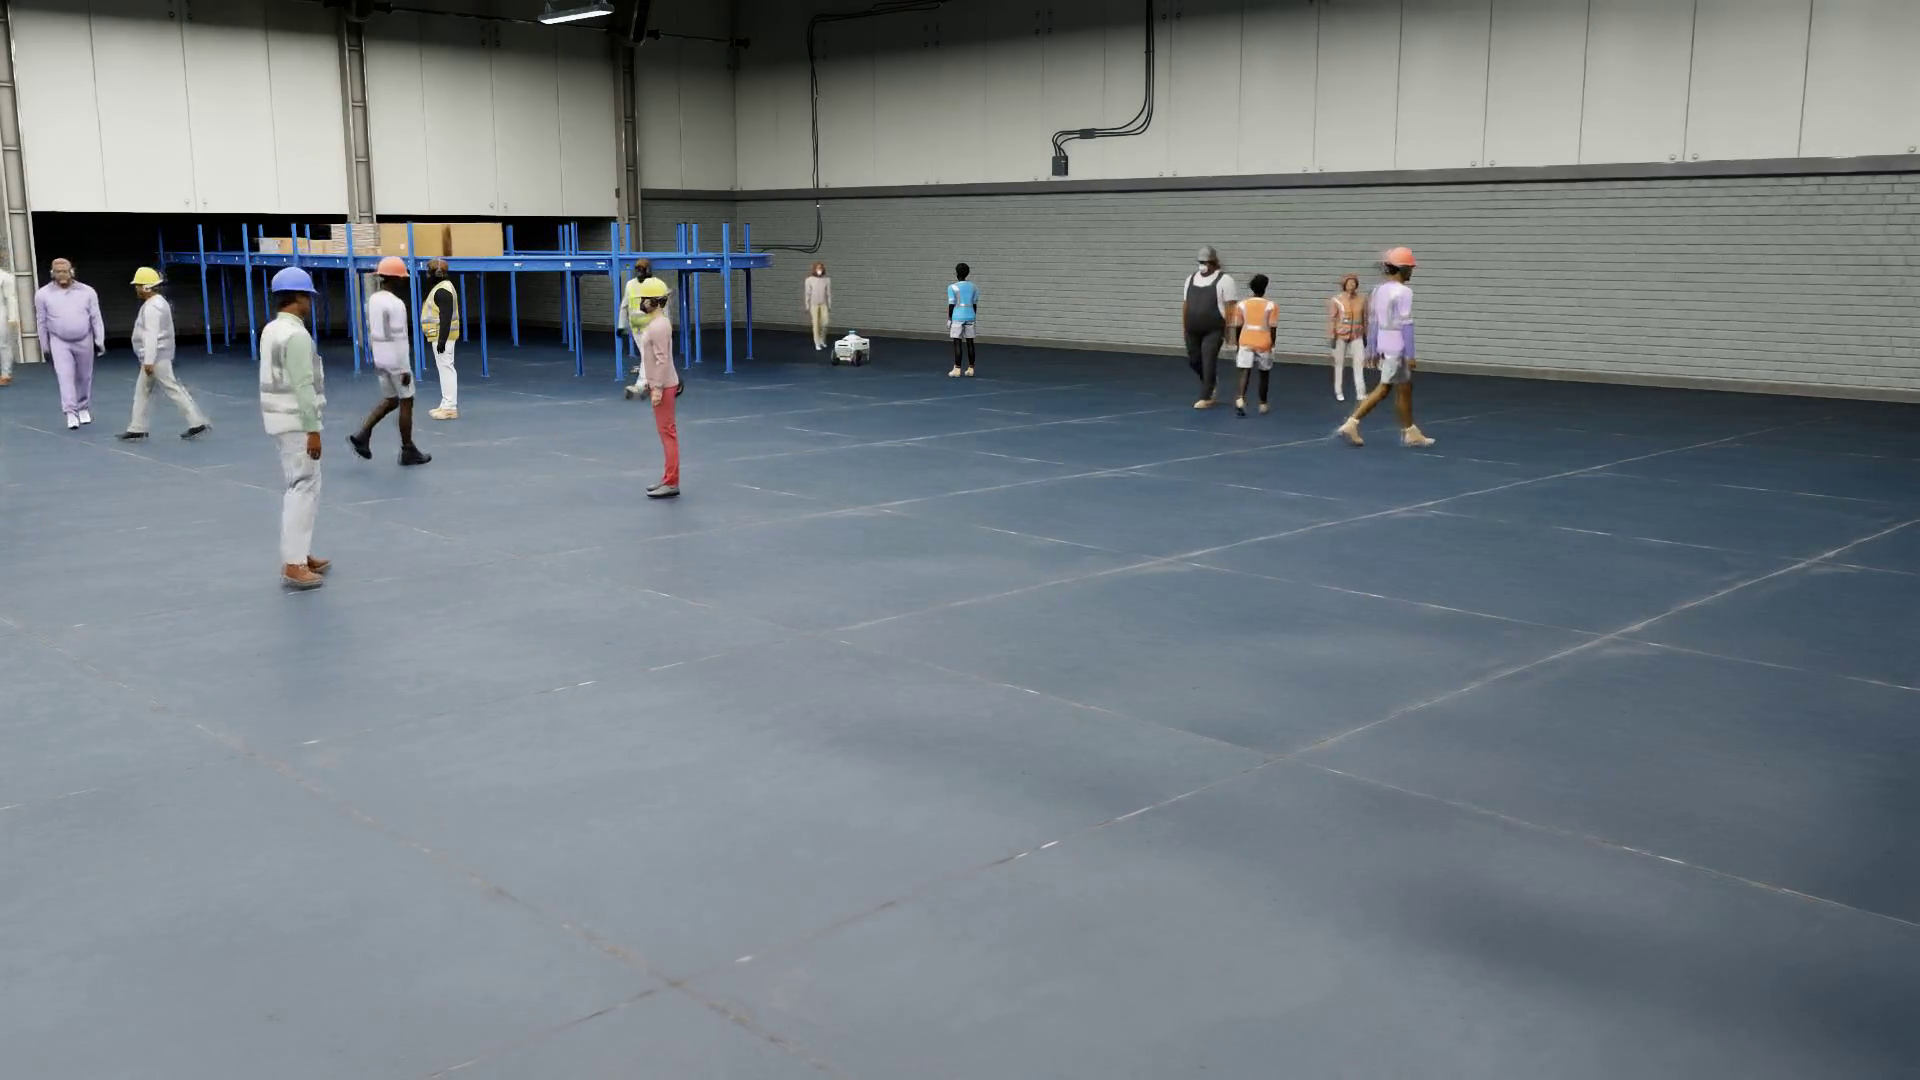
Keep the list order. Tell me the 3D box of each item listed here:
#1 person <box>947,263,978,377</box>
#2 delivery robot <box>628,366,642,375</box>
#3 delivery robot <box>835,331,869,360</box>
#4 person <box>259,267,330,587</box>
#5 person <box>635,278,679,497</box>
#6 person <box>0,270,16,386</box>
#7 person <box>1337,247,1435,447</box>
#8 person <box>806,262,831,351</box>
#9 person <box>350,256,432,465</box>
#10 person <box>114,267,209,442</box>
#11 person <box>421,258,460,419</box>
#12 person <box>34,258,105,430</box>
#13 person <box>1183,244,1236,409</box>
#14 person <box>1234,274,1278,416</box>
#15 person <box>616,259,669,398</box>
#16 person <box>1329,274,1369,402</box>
[{"bbox_3d":[0.034,-3.304,24.982,0.536,1.696,0.318,-7,13,-34],"label":"person"},{"bbox_3d":[-4.048,-2.306,21.806,0.335,0.223,0.698,6,12,30],"label":"delivery robot"},{"bbox_3d":[-1.768,-3.190,27.336,0.477,0.478,0.707,4,11,22],"label":"delivery robot"},{"bbox_3d":[-4.056,-0.696,10.206,0.438,1.914,0.760,-7,13,-35],"label":"person"},{"bbox_3d":[-2.454,-1.239,13.530,0.330,1.769,0.526,-1,10,-7],"label":"person"},{"bbox_3d":[-13.510,-3.077,23.154,0.660,1.906,0.847,-1,10,-4],"label":"person"},{"bbox_3d":[4.280,-1.916,16.611,1.037,2.009,0.616,-1,10,-7],"label":"person"},{"bbox_3d":[-2.608,-4.320,30.733,0.504,1.622,0.344,-3,11,-18],"label":"person"},{"bbox_3d":[-5.254,-1.641,15.291,0.563,1.923,0.650,9,14,42],"label":"person"},{"bbox_3d":[-8.266,-1.912,17.144,0.909,1.792,0.603,-4,11,-21],"label":"person"},{"bbox_3d":[-6.036,-2.342,19.340,0.429,1.846,0.627,-4,11,-20],"label":"person"},{"bbox_3d":[-9.875,-2.193,18.486,0.636,1.867,0.985,-7,13,-34],"label":"person"},{"bbox_3d":[3.076,-2.648,20.584,0.690,2.000,0.752,8,13,37],"label":"person"},{"bbox_3d":[3.470,-2.295,19.574,0.533,1.662,0.824,5,11,24],"label":"person"},{"bbox_3d":[-4.183,-2.769,21.806,0.646,1.792,0.960,6,12,29],"label":"person"},{"bbox_3d":[4.946,-2.538,21.032,0.531,1.603,0.785,-1,10,-4],"label":"person"}]
